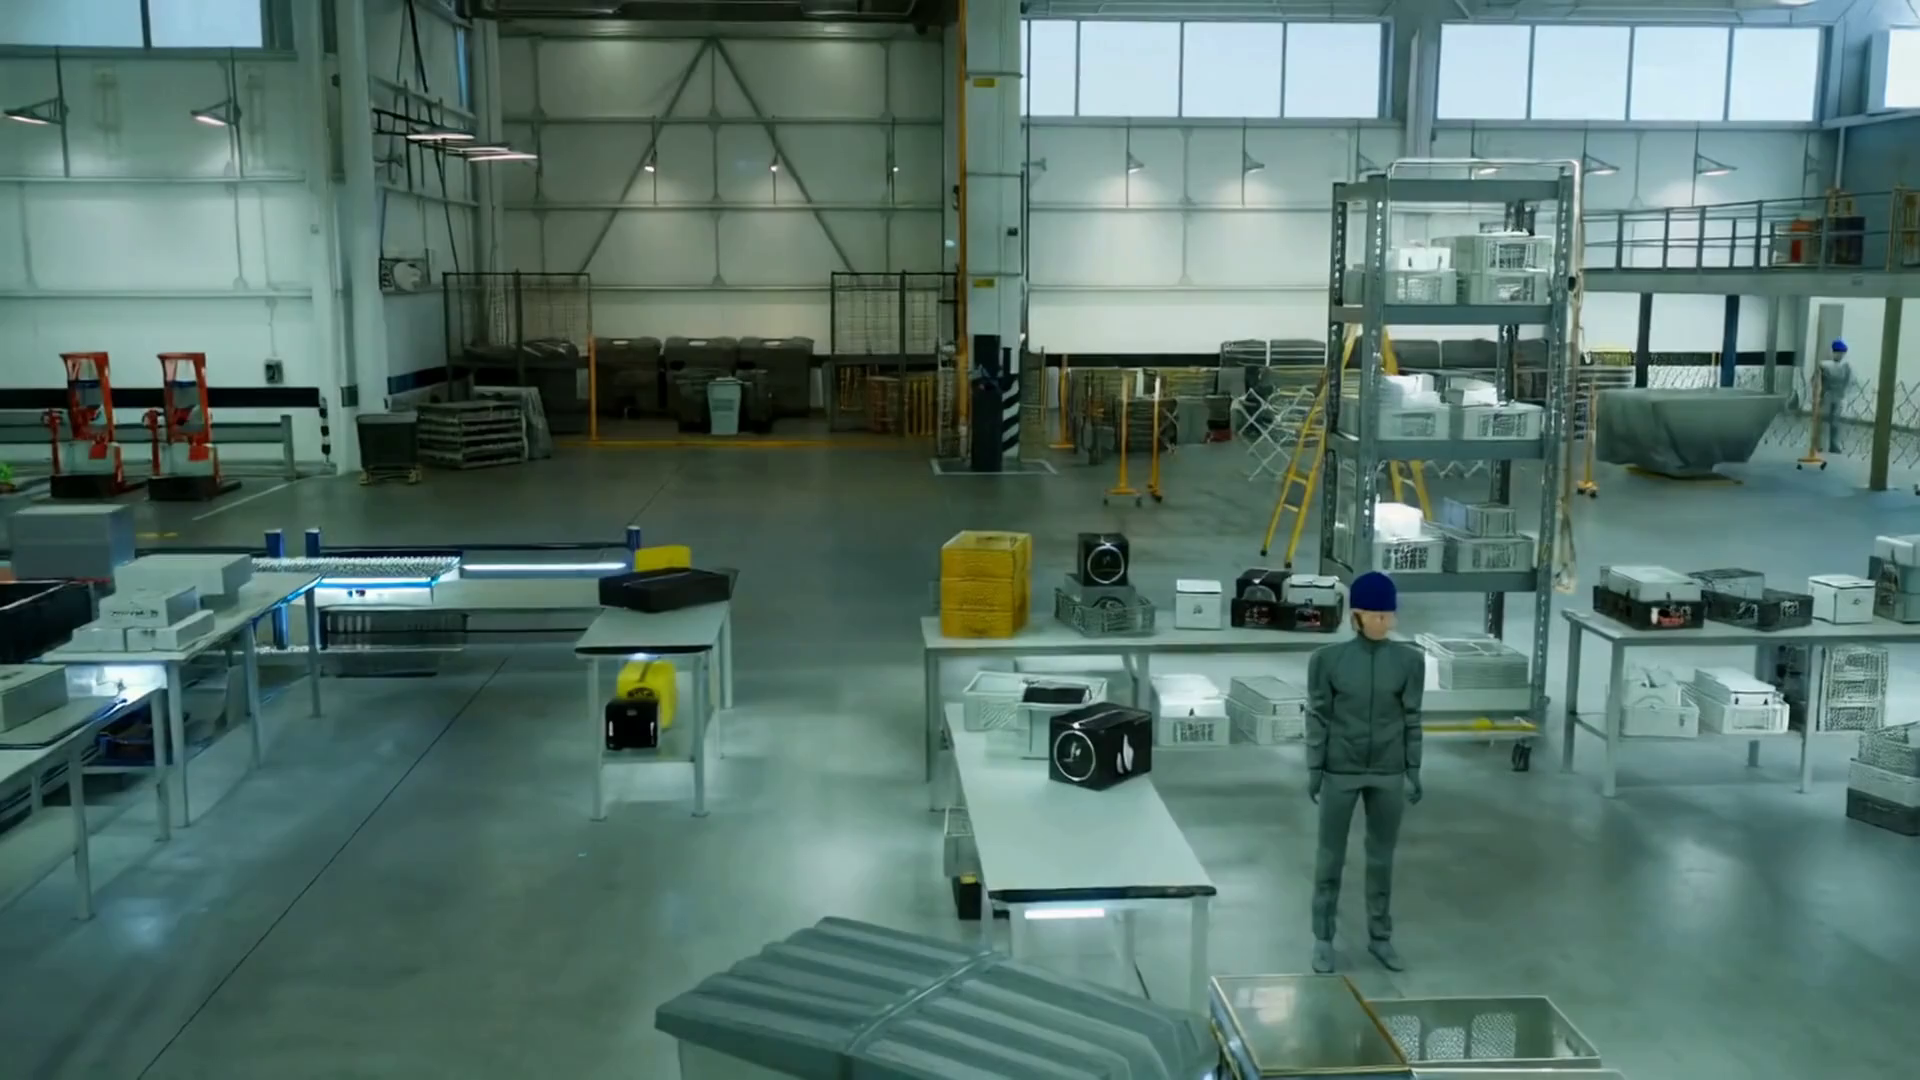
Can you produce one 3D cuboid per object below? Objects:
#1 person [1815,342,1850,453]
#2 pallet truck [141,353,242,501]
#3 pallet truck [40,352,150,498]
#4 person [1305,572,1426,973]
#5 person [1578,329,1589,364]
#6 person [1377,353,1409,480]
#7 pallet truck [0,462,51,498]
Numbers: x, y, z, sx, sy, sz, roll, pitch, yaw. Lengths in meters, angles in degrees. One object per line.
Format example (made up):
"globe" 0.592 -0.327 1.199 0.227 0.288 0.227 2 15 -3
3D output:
"person" 14.883 -2.408 28.340 0.570 1.912 0.633 -2 9 -11
"pallet truck" -10.520 -1.604 22.925 0.823 1.965 1.885 -1 9 -6
"pallet truck" -11.907 -1.642 23.165 0.823 1.965 1.885 0 9 0
"person" 1.758 1.009 7.230 0.527 1.772 0.305 -1 9 -4
"person" 12.958 -3.499 35.040 0.589 1.927 0.368 -1 9 -4
"person" 6.395 -1.815 24.605 0.577 1.884 0.353 -1 9 -4
"pallet truck" -13.193 -1.293 23.148 0.653 1.274 1.630 -1 9 -4
